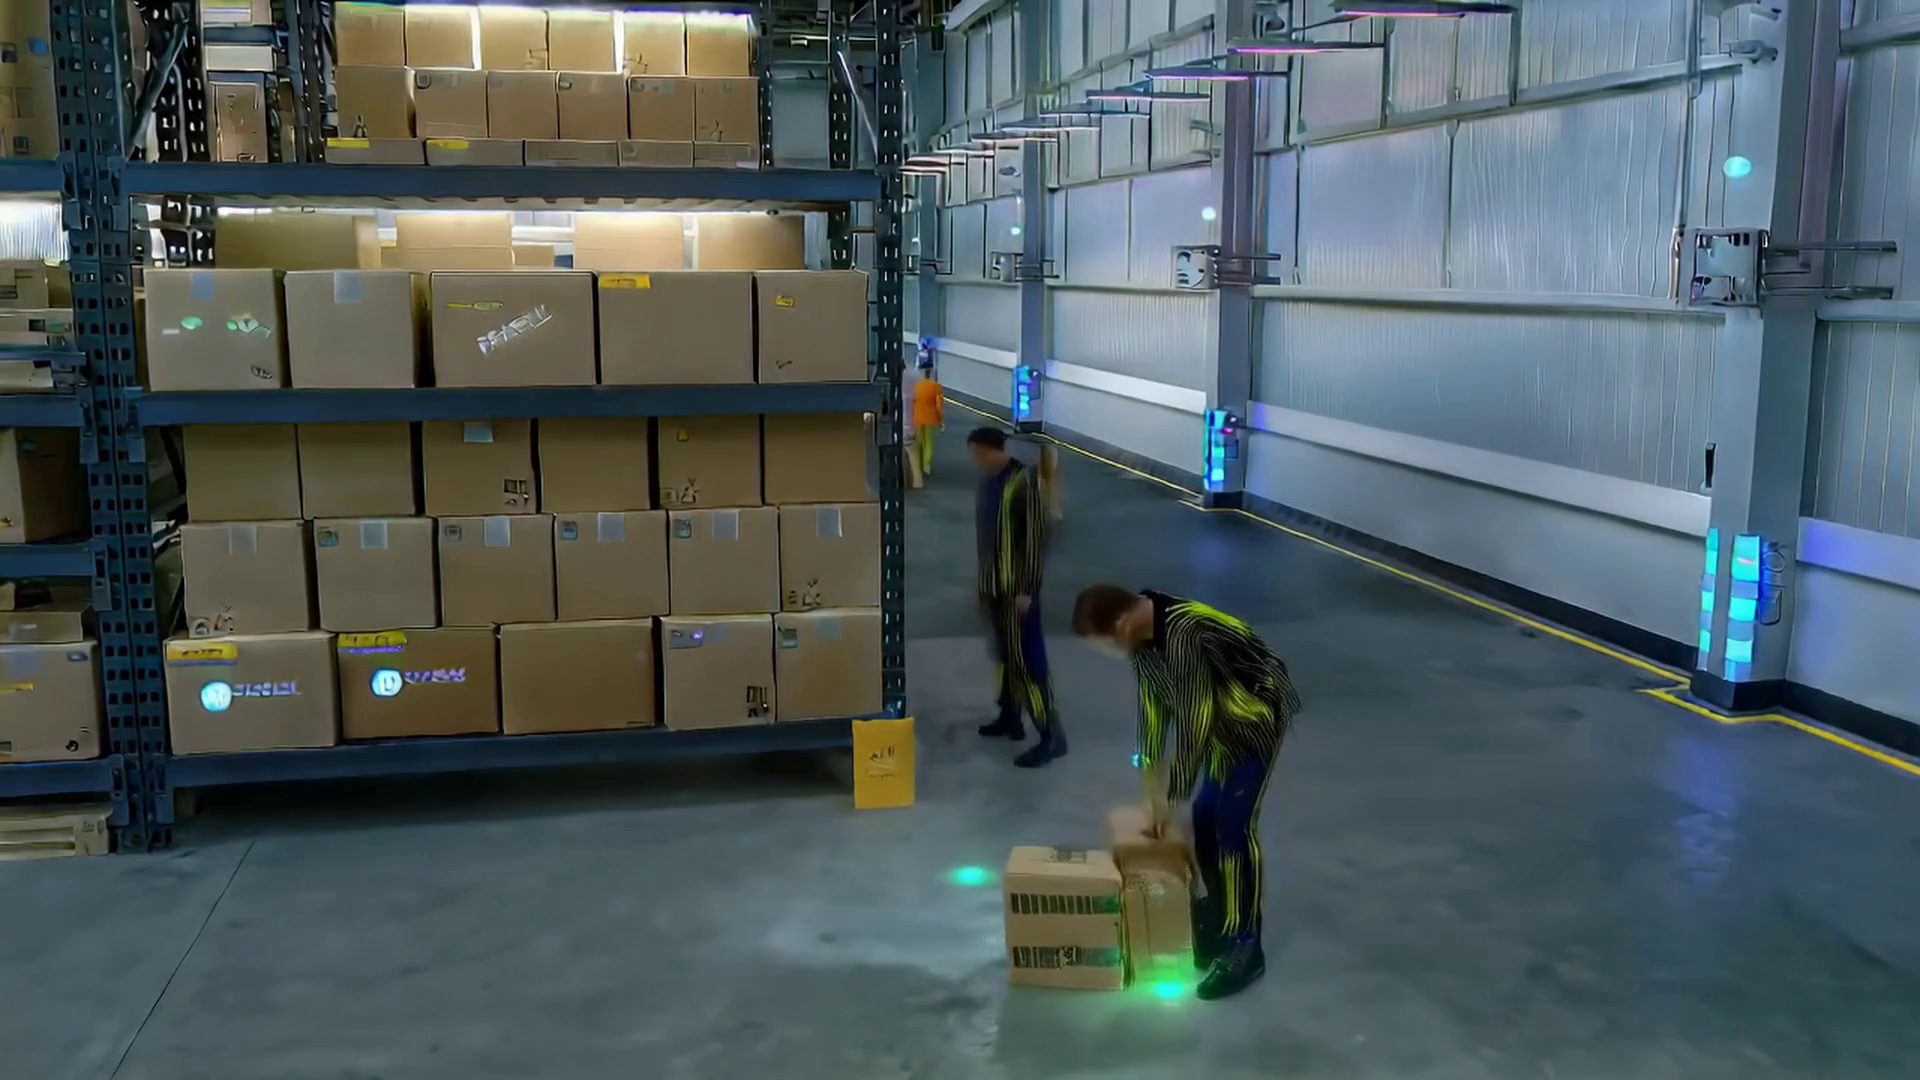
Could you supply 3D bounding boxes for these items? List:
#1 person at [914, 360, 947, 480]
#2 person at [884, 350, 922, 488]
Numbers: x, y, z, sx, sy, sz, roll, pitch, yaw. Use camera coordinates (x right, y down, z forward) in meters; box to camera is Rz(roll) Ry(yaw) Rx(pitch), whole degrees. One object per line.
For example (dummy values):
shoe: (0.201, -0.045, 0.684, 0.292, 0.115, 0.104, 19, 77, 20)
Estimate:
person: (-0.486, -1.736, 23.963, 0.585, 1.701, 0.917, 1, 9, 4)
person: (-0.782, -1.648, 22.815, 0.570, 1.904, 0.527, 4, 10, 23)
